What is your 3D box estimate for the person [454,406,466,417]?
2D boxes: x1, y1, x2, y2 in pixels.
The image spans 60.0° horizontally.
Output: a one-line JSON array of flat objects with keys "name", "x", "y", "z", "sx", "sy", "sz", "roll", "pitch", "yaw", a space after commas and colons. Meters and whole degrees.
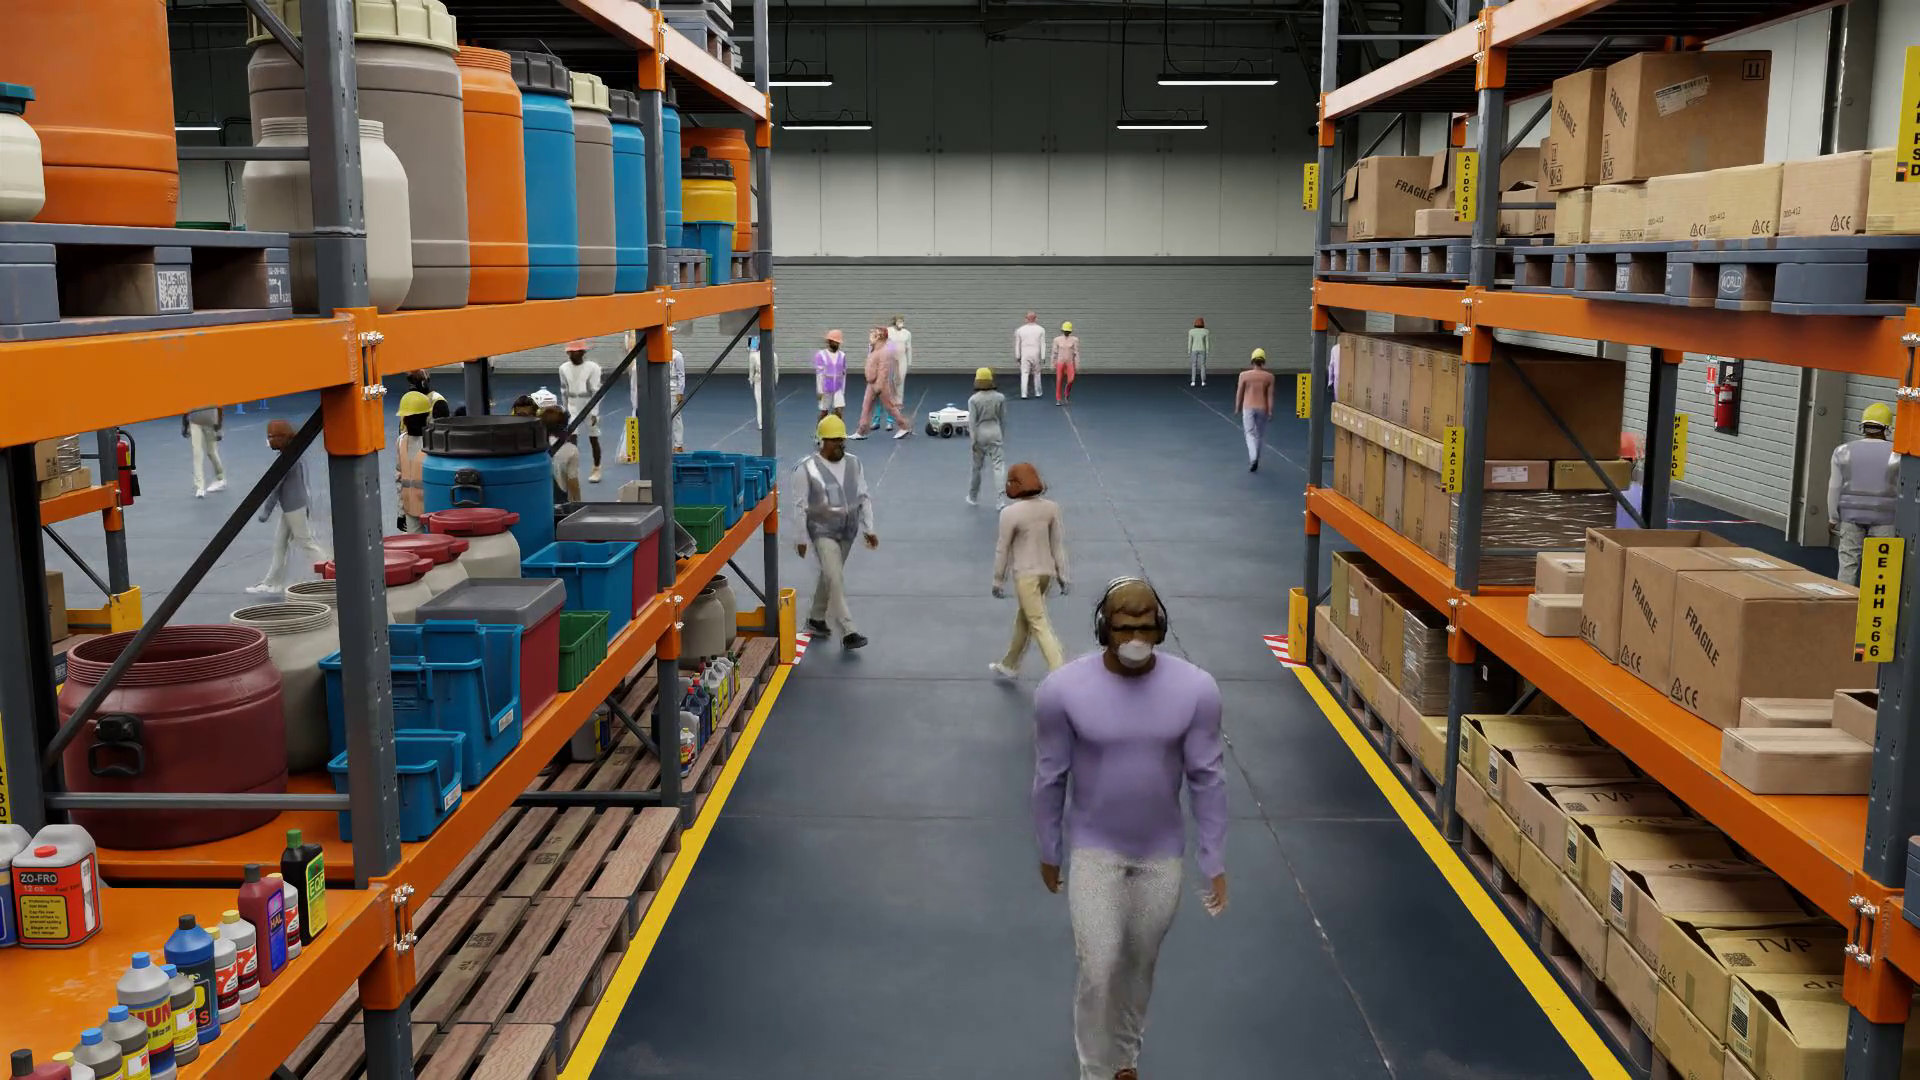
[{"name": "person", "x": -4.423, "y": -0.375, "z": 14.967, "sx": 0.545, "sy": 1.679, "sz": 0.395, "roll": -9, "pitch": 13, "yaw": -42}]

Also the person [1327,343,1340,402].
[{"name": "person", "x": 6.570, "y": -2.672, "z": 28.143, "sx": 0.632, "sy": 1.881, "sz": 0.877, "roll": 8, "pitch": 12, "yaw": 39}]

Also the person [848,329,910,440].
[{"name": "person", "x": -1.339, "y": -2.608, "z": 27.850, "sx": 1.053, "sy": 1.855, "sz": 0.653, "roll": -5, "pitch": 11, "yaw": -28}]

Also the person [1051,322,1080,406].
[{"name": "person", "x": 2.173, "y": -3.632, "z": 34.316, "sx": 0.632, "sy": 1.731, "sz": 0.459, "roll": 0, "pitch": 9, "yaw": -1}]

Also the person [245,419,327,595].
[{"name": "person", "x": -5.872, "y": -0.271, "z": 14.625, "sx": 0.832, "sy": 1.588, "sz": 0.507, "roll": -2, "pitch": 10, "yaw": -14}]

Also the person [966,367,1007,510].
[{"name": "person", "x": 0.336, "y": -1.230, "z": 20.053, "sx": 0.497, "sy": 1.698, "sz": 0.910, "roll": -3, "pitch": 10, "yaw": -15}]

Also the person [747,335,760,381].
[{"name": "person", "x": -5.140, "y": -4.834, "z": 41.641, "sx": 0.319, "sy": 1.694, "sz": 0.532, "roll": 6, "pitch": 11, "yaw": 32}]

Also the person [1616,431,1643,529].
[{"name": "person", "x": 4.217, "y": 0.243, "z": 10.662, "sx": 0.555, "sy": 1.903, "sz": 0.990, "roll": -1, "pitch": 10, "yaw": -4}]

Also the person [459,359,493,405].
[{"name": "person", "x": -10.074, "y": -3.755, "z": 34.376, "sx": 0.825, "sy": 1.957, "sz": 0.630, "roll": -1, "pitch": 10, "yaw": -9}]

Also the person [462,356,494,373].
[{"name": "person", "x": -9.636, "y": -3.521, "z": 33.228, "sx": 0.601, "sy": 1.871, "sz": 0.971, "roll": -1, "pitch": 10, "yaw": -6}]

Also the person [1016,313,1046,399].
[{"name": "person", "x": 1.557, "y": -4.015, "z": 36.247, "sx": 0.666, "sy": 1.863, "sz": 0.907, "roll": 2, "pitch": 10, "yaw": 12}]

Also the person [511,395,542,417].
[{"name": "person", "x": -3.568, "y": -0.276, "z": 13.826, "sx": 0.533, "sy": 1.864, "sz": 0.310, "roll": 0, "pitch": 9, "yaw": -3}]

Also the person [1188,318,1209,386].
[{"name": "person", "x": 5.729, "y": -4.518, "z": 39.926, "sx": 0.507, "sy": 1.631, "sz": 0.266, "roll": 1, "pitch": 10, "yaw": 8}]

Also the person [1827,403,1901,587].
[{"name": "person", "x": 7.307, "y": -0.187, "z": 13.383, "sx": 0.592, "sy": 1.834, "sz": 0.404, "roll": 7, "pitch": 12, "yaw": 36}]

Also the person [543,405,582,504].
[{"name": "person", "x": -3.355, "y": -0.188, "z": 13.479, "sx": 0.576, "sy": 1.804, "sz": 0.450, "roll": 0, "pitch": 9, "yaw": -2}]

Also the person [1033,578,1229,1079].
[{"name": "person", "x": 0.583, "y": 1.081, "z": 5.539, "sx": 0.639, "sy": 1.907, "sz": 0.815, "roll": -1, "pitch": 10, "yaw": -6}]

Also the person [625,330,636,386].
[{"name": "person", "x": -7.729, "y": -4.641, "z": 39.752, "sx": 0.552, "sy": 1.937, "sz": 0.356, "roll": -2, "pitch": 10, "yaw": -12}]

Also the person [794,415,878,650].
[{"name": "person", "x": -0.962, "y": -0.077, "z": 12.882, "sx": 0.605, "sy": 1.784, "sz": 0.948, "roll": -8, "pitch": 12, "yaw": -38}]

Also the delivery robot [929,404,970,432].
[{"name": "delivery robot", "x": -0.167, "y": -2.082, "z": 28.405, "sx": 0.707, "sy": 0.478, "sz": 0.477, "roll": -7, "pitch": 12, "yaw": -35}]

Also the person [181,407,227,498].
[{"name": "person", "x": -9.664, "y": -1.473, "z": 21.224, "sx": 0.561, "sy": 1.814, "sz": 0.960, "roll": -2, "pitch": 10, "yaw": -9}]

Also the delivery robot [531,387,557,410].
[{"name": "delivery robot", "x": -8.087, "y": -2.734, "z": 32.308, "sx": 0.477, "sy": 0.478, "sz": 0.707, "roll": -5, "pitch": 11, "yaw": -29}]

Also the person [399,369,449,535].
[{"name": "person", "x": -5.722, "y": -0.911, "z": 17.699, "sx": 0.625, "sy": 1.844, "sz": 0.429, "roll": 5, "pitch": 10, "yaw": 25}]

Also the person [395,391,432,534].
[{"name": "person", "x": -4.336, "y": -0.242, "z": 13.442, "sx": 0.593, "sy": 1.922, "sz": 0.381, "roll": 5, "pitch": 11, "yaw": 26}]

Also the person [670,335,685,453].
[{"name": "person", "x": -4.479, "y": -2.270, "z": 25.517, "sx": 0.608, "sy": 1.946, "sz": 0.406, "roll": 7, "pitch": 12, "yaw": 38}]

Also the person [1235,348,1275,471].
[{"name": "person", "x": 4.222, "y": -1.862, "z": 23.710, "sx": 0.522, "sy": 1.738, "sz": 0.831, "roll": 0, "pitch": 9, "yaw": -2}]

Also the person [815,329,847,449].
[{"name": "person", "x": -2.096, "y": -2.451, "z": 26.769, "sx": 0.539, "sy": 1.902, "sz": 0.854, "roll": -4, "pitch": 10, "yaw": -24}]

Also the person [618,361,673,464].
[{"name": "person", "x": -4.603, "y": -2.000, "z": 24.428, "sx": 0.977, "sy": 1.792, "sz": 0.634, "roll": -2, "pitch": 10, "yaw": -13}]

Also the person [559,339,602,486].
[{"name": "person", "x": -5.036, "y": -1.708, "z": 22.051, "sx": 0.612, "sy": 1.976, "sz": 1.048, "roll": 2, "pitch": 10, "yaw": 9}]

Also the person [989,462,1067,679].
[{"name": "person", "x": 0.489, "y": 0.260, "z": 11.481, "sx": 0.508, "sy": 1.583, "sz": 0.886, "roll": -8, "pitch": 13, "yaw": -41}]

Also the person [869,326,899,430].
[{"name": "person", "x": -1.342, "y": -2.870, "z": 29.447, "sx": 0.564, "sy": 1.837, "sz": 0.395, "roll": 4, "pitch": 10, "yaw": 21}]

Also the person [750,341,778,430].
[{"name": "person", "x": -3.470, "y": -2.762, "z": 29.451, "sx": 0.523, "sy": 1.626, "sz": 0.395, "roll": -2, "pitch": 10, "yaw": -12}]

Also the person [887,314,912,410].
[{"name": "person", "x": -1.264, "y": -3.571, "z": 33.376, "sx": 0.656, "sy": 1.924, "sz": 0.489, "roll": -5, "pitch": 11, "yaw": -27}]
